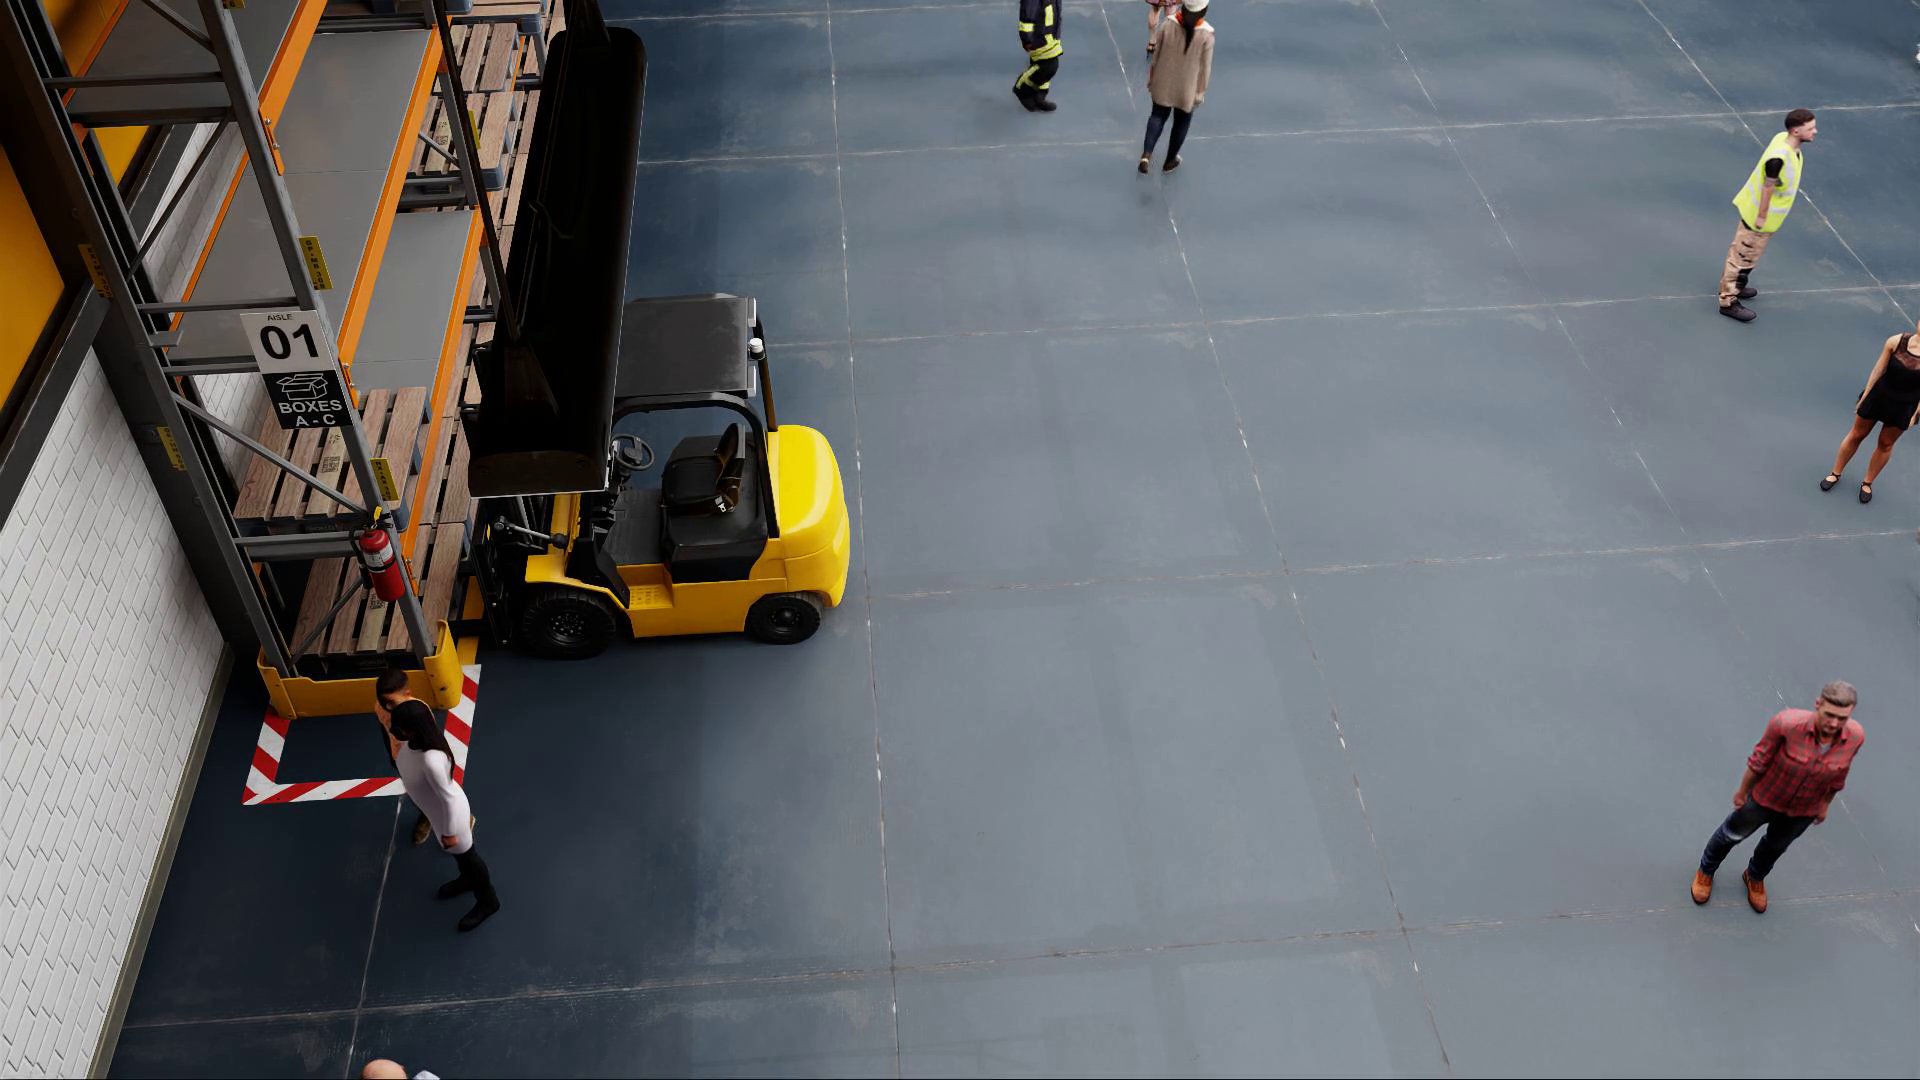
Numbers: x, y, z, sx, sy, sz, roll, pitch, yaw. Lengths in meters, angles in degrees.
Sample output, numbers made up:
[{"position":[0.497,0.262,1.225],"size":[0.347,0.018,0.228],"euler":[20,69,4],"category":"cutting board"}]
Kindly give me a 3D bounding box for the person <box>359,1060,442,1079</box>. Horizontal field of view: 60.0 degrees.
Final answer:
[{"position":[-2.474,2.931,7.750],"size":[0.770,1.791,0.624],"euler":[11,45,11],"category":"person"}]

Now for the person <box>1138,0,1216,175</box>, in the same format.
[{"position":[1.941,-4.129,15.092],"size":[0.991,1.886,1.069],"euler":[16,46,16],"category":"person"}]

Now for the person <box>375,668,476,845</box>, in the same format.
[{"position":[-3.168,1.260,9.746],"size":[0.571,1.457,0.570],"euler":[9,44,9],"category":"person"}]

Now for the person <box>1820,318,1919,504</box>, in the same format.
[{"position":[6.706,-1.001,11.962],"size":[0.679,1.674,0.724],"euler":[23,48,23],"category":"person"}]

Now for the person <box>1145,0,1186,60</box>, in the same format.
[{"position":[2.103,-5.697,16.819],"size":[0.859,1.774,0.781],"euler":[-28,50,-27],"category":"person"}]

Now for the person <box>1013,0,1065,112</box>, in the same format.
[{"position":[0.707,-5.002,16.059],"size":[0.989,1.816,0.917],"euler":[20,47,20],"category":"person"}]

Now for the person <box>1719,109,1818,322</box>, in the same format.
[{"position":[6.595,-2.699,13.619],"size":[0.905,1.846,0.829],"euler":[19,47,19],"category":"person"}]

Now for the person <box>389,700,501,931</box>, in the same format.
[{"position":[-2.854,1.496,9.244],"size":[0.744,1.807,0.614],"euler":[-22,48,-22],"category":"person"}]

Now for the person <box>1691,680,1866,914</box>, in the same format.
[{"position":[4.614,1.417,9.310],"size":[0.744,1.830,0.668],"euler":[9,44,9],"category":"person"}]
